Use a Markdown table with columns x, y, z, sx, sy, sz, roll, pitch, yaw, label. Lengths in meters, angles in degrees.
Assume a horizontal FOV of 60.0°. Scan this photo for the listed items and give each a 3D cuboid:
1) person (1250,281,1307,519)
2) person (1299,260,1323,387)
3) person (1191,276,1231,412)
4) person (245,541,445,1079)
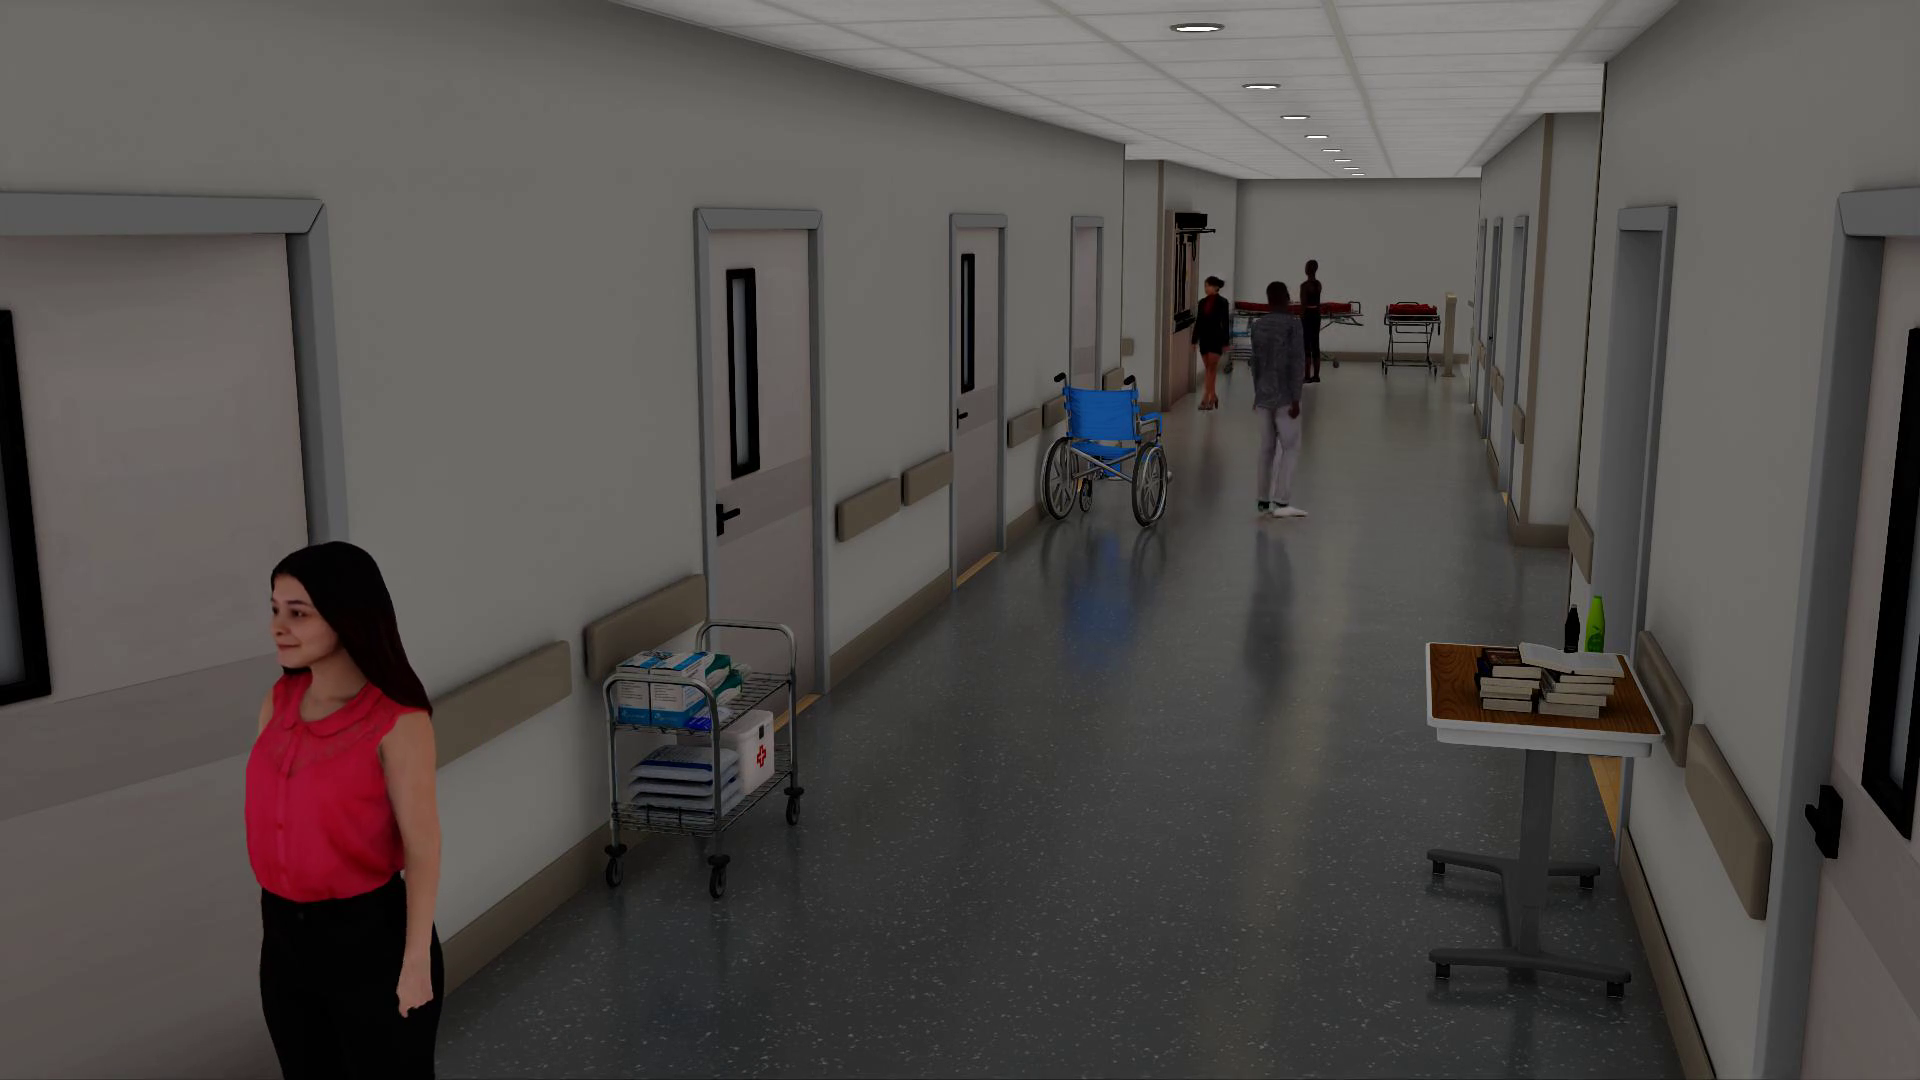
| x | y | z | sx | sy | sz | roll | pitch | yaw | label |
| --- | --- | --- | --- | --- | --- | --- | --- | --- | --- |
| 2.401 | -1.048 | 12.714 | 0.893 | 1.800 | 0.881 | -5 | 12 | -25 | person |
| 4.953 | -3.076 | 23.515 | 0.647 | 1.758 | 0.739 | -9 | 14 | -39 | person |
| 3.068 | -2.349 | 20.059 | 0.798 | 1.618 | 0.961 | 8 | 14 | 38 | person |
| -1.199 | 0.819 | 3.252 | 0.617 | 1.661 | 0.572 | 5 | 12 | 26 | person |
